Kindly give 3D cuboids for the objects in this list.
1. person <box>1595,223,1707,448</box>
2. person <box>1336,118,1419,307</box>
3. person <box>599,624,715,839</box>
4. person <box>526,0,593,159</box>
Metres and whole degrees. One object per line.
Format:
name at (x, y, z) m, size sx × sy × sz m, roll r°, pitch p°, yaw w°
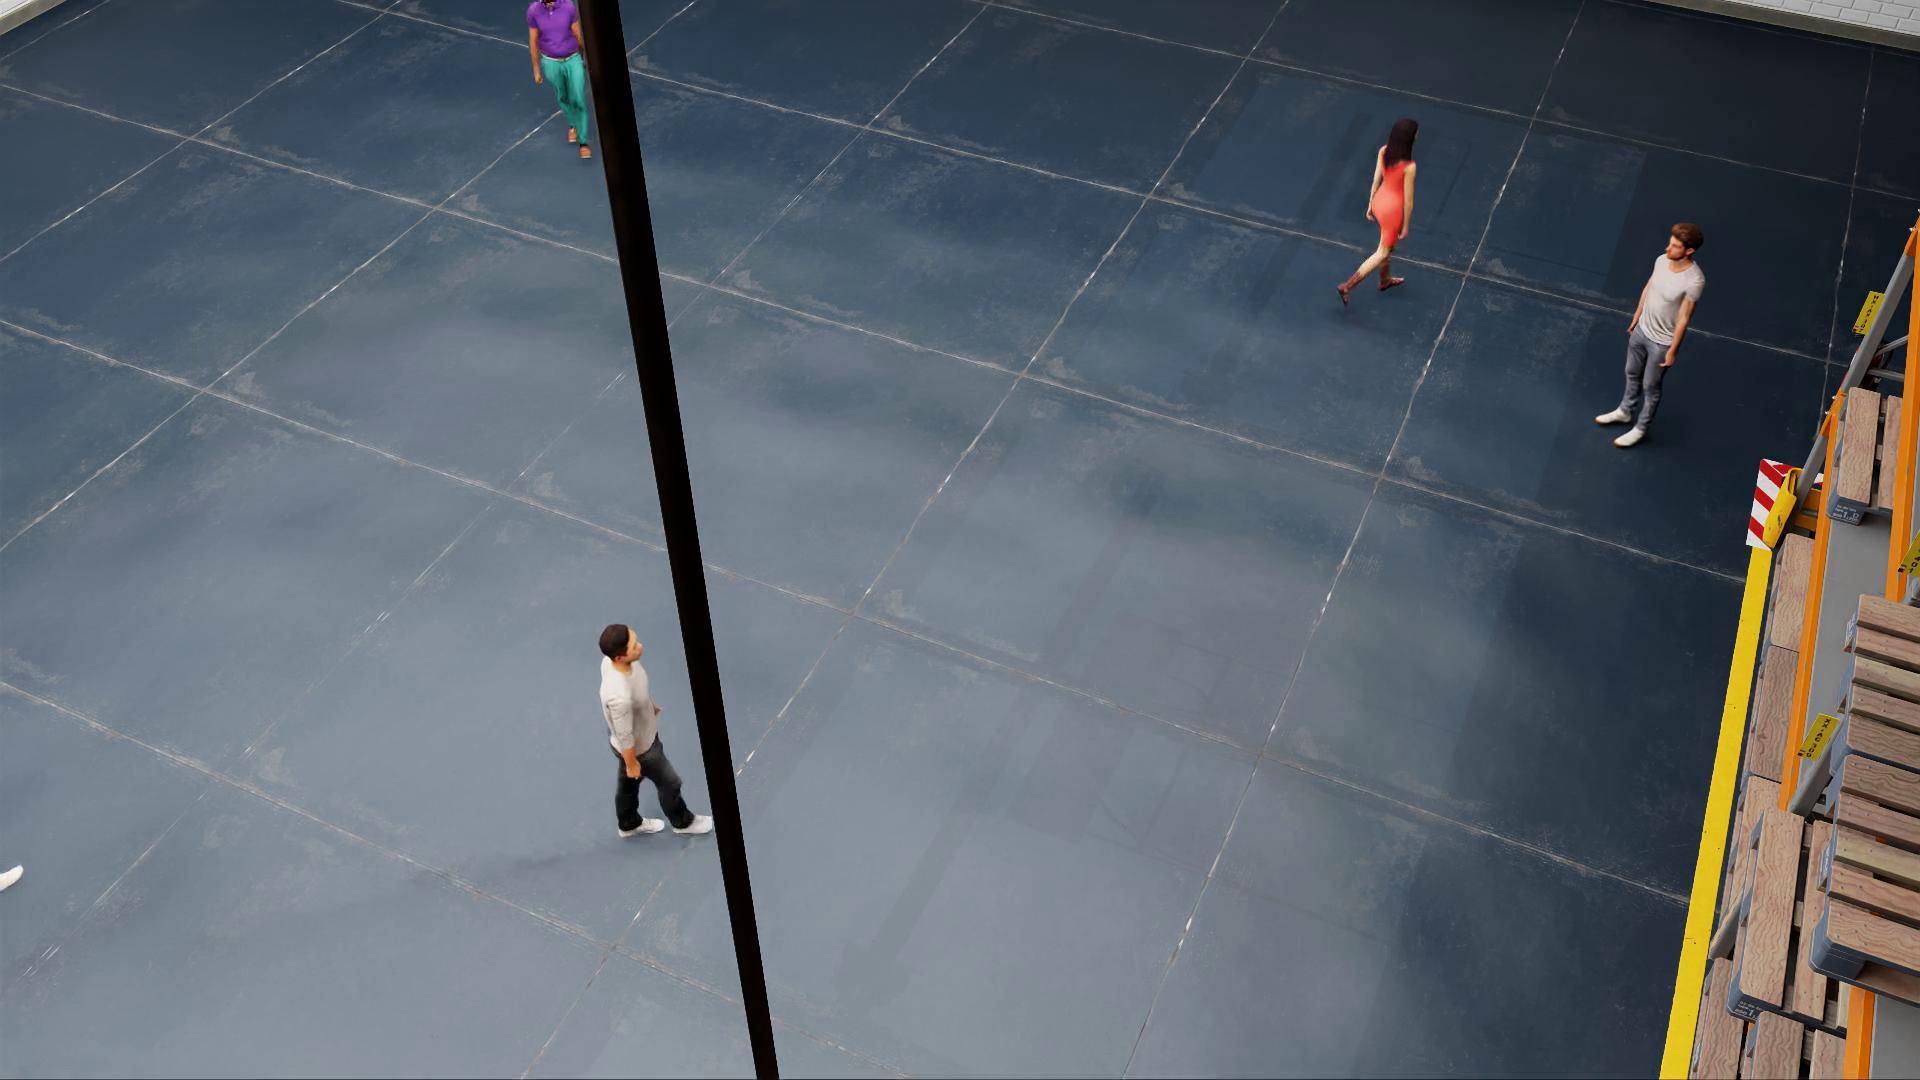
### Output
person at (5.264, -1.555, 12.516) m, size 0.803 × 1.889 × 0.740 m, roll -13°, pitch 45°, yaw -14°
person at (3.515, -2.700, 13.856) m, size 1.128 × 1.699 × 0.970 m, roll -22°, pitch 48°, yaw -22°
person at (-1.997, 1.163, 9.729) m, size 0.991 × 1.799 × 0.946 m, roll -9°, pitch 44°, yaw -9°
person at (-3.776, -4.576, 15.796) m, size 0.980 × 1.739 × 1.123 m, roll -5°, pitch 44°, yaw -5°
